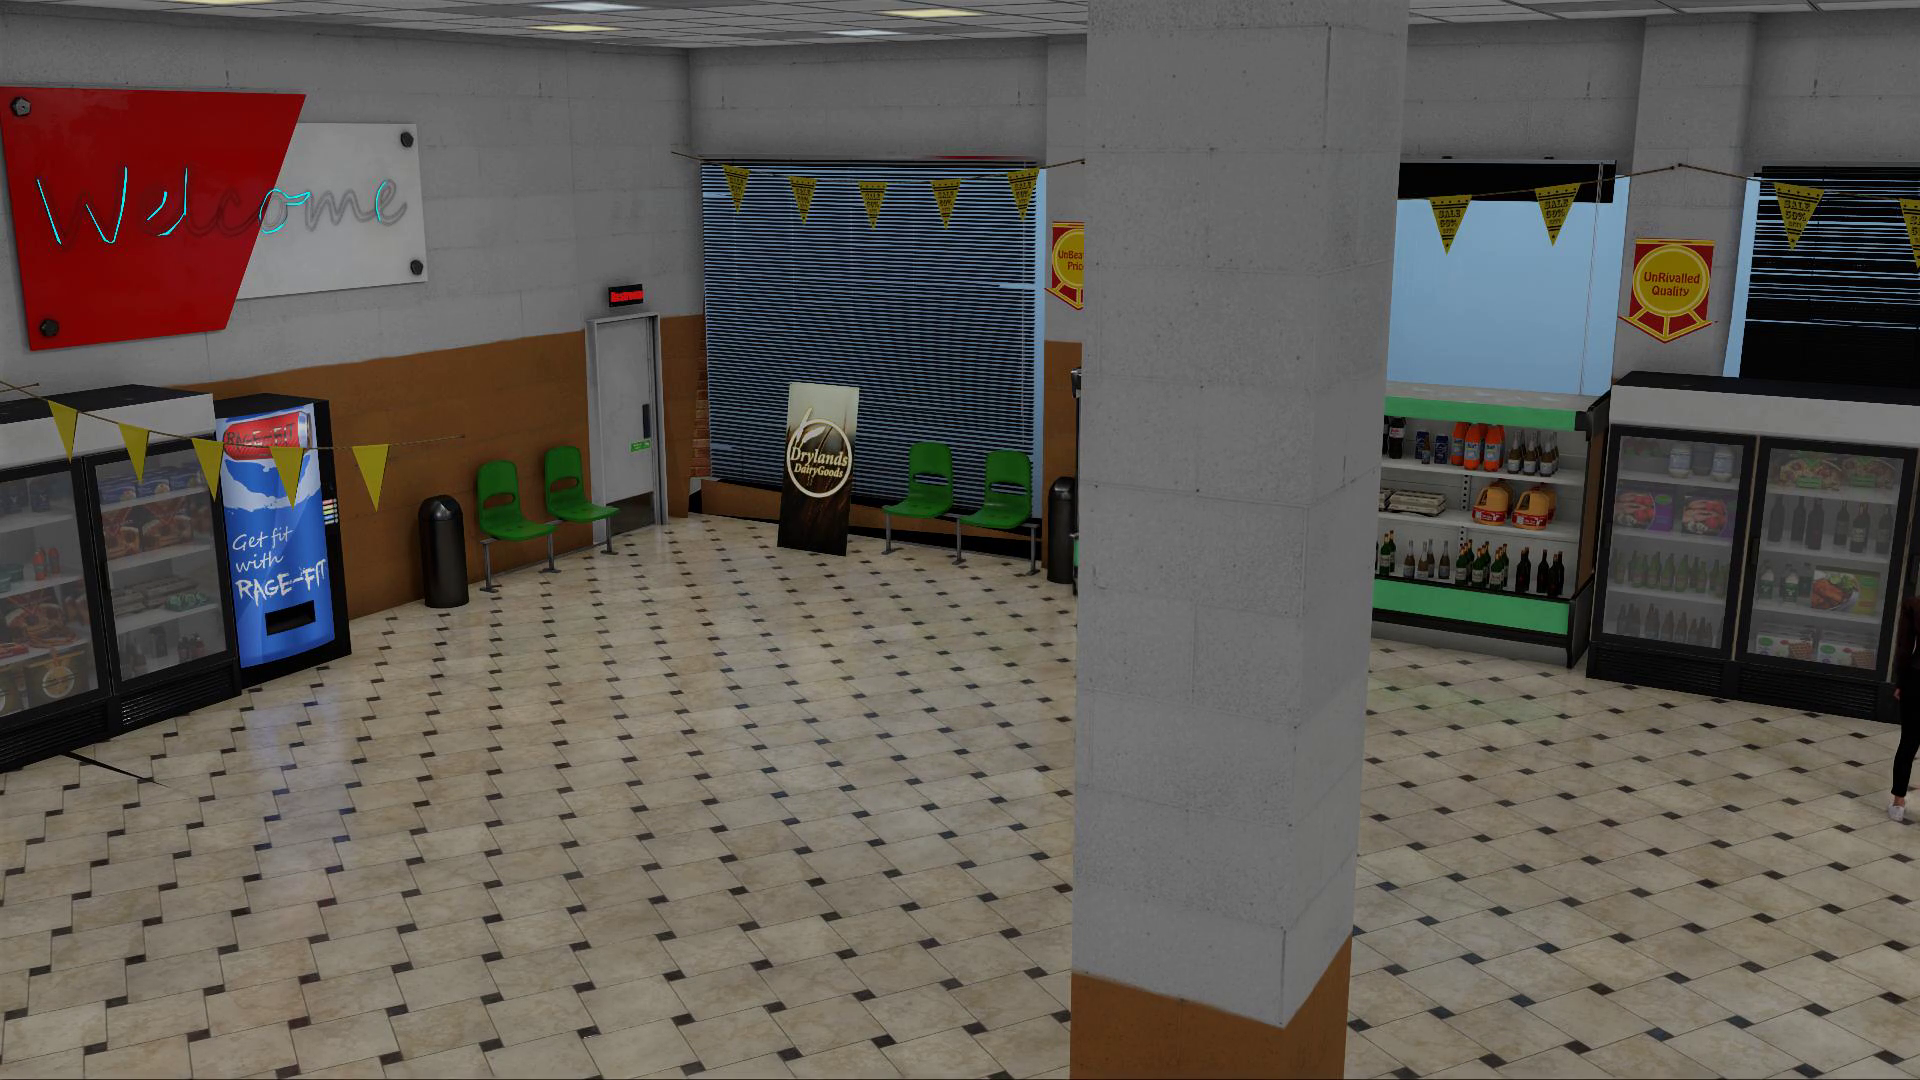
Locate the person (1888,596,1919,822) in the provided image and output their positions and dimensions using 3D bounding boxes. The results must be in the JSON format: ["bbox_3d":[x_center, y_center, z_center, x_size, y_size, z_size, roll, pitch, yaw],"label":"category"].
[{"bbox_3d":[5.897,0.901,10.067,0.497,1.705,0.698,11,18,38],"label":"person"}]
